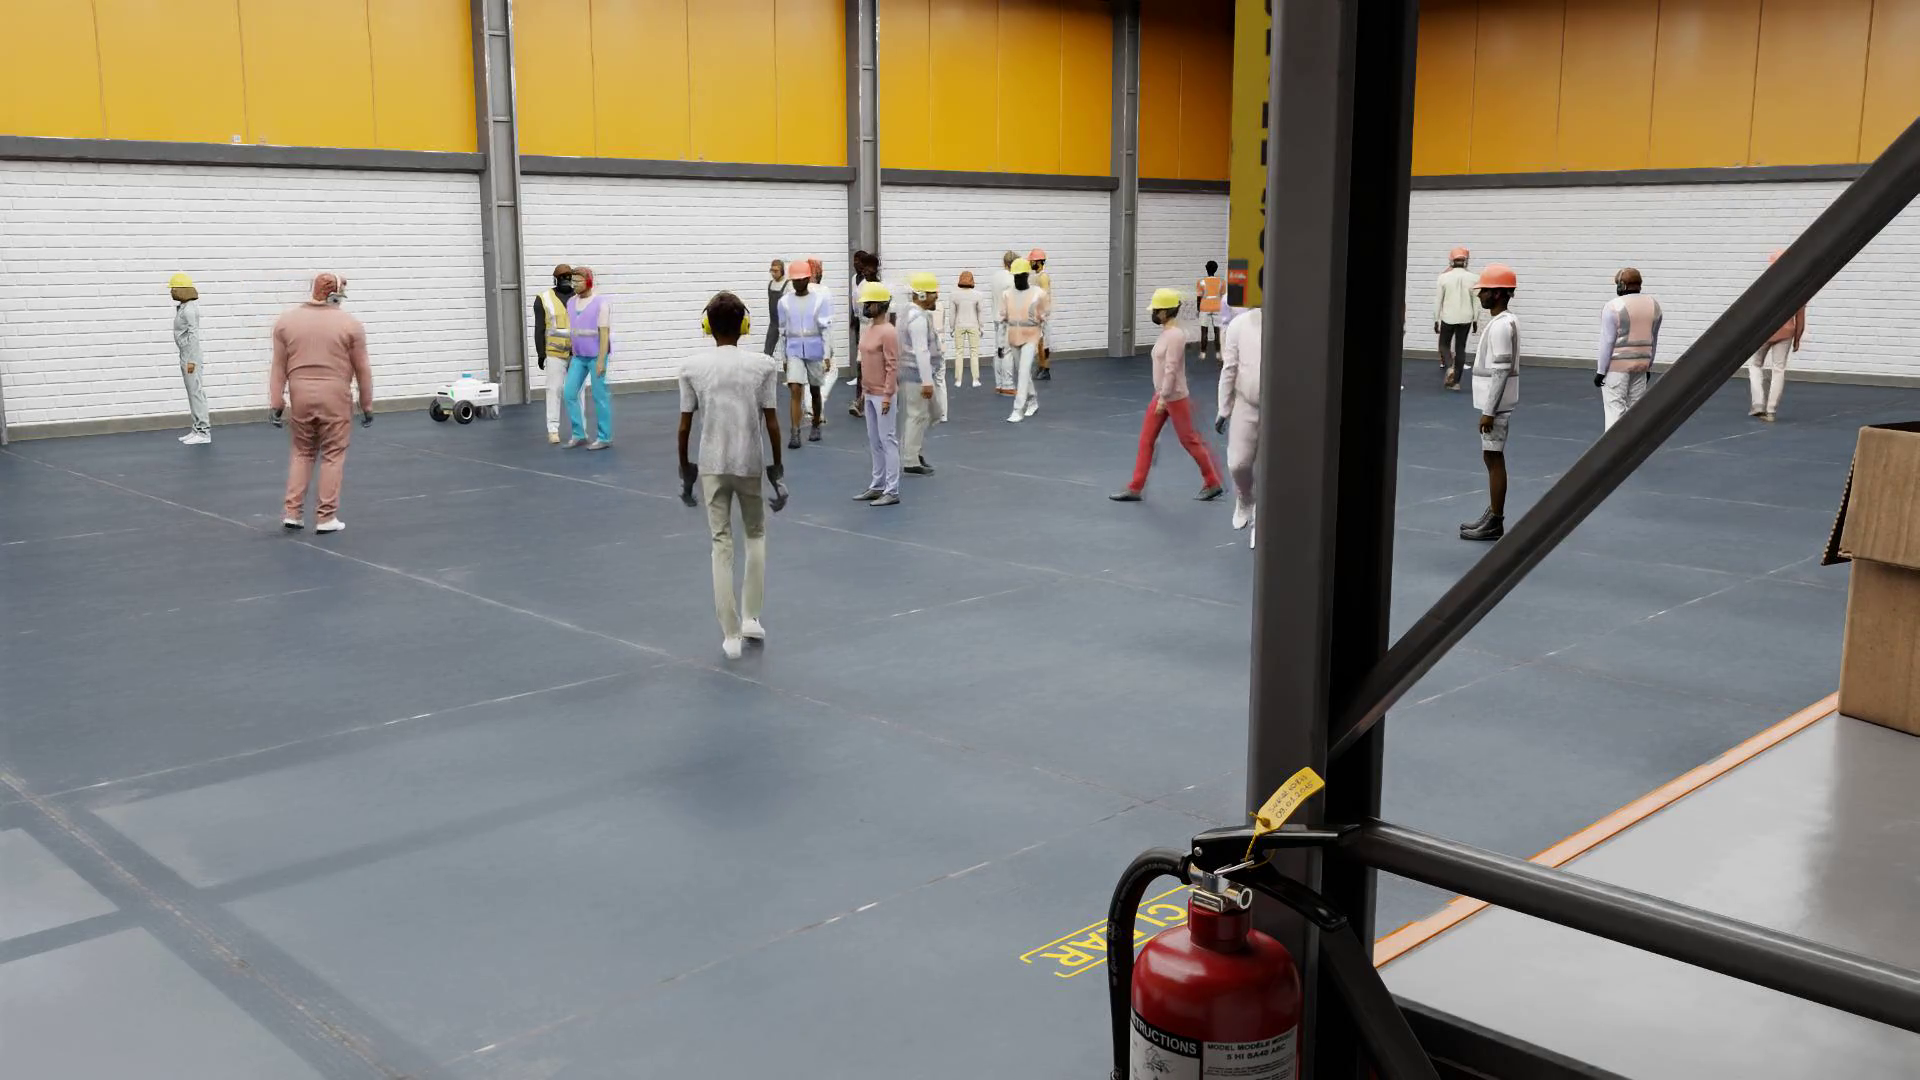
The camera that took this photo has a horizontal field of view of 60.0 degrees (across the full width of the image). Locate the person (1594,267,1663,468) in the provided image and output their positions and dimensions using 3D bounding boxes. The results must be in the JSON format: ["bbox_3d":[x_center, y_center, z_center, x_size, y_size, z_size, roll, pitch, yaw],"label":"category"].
[{"bbox_3d":[6.070,-1.563,15.219,0.625,1.841,0.429,-4,11,-20],"label":"person"}]

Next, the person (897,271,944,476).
[{"bbox_3d":[-0.340,-1.457,14.700,0.440,1.814,0.629,-1,10,-6],"label":"person"}]

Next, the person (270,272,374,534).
[{"bbox_3d":[-4.575,-0.982,11.978,0.668,1.866,0.500,0,10,-2],"label":"person"}]

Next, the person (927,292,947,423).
[{"bbox_3d":[-0.335,-2.126,18.890,0.334,1.621,0.517,6,12,32],"label":"person"}]

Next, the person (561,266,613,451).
[{"bbox_3d":[-3.722,-1.776,16.408,0.582,1.822,0.629,7,12,32],"label":"person"}]

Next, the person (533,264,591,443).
[{"bbox_3d":[-4.059,-1.921,17.162,0.634,1.841,0.429,-6,12,-29],"label":"person"}]

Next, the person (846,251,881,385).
[{"bbox_3d":[-1.344,-3.141,23.620,0.391,1.914,0.587,-8,13,-39],"label":"person"}]

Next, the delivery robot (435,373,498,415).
[{"bbox_3d":[-5.656,-1.680,19.104,0.477,0.478,0.707,7,13,34],"label":"delivery robot"}]

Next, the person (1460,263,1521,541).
[{"bbox_3d":[3.726,-0.960,11.661,0.354,1.938,0.544,4,11,19],"label":"person"}]

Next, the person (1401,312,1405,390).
[{"bbox_3d":[5.917,-3.005,23.001,0.513,1.871,0.329,7,13,34],"label":"person"}]

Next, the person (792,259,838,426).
[{"bbox_3d":[-1.622,-2.207,18.640,0.600,1.868,0.408,8,13,36],"label":"person"}]

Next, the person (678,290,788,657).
[{"bbox_3d":[-1.171,-0.347,8.543,0.565,1.850,0.603,-1,10,-7],"label":"person"}]

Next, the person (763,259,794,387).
[{"bbox_3d":[-2.564,-2.990,23.129,0.526,1.789,0.975,7,13,35],"label":"person"}]

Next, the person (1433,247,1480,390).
[{"bbox_3d":[6.855,-3.046,22.939,0.631,1.978,0.541,1,10,5],"label":"person"}]

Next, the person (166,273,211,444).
[{"bbox_3d":[-7.943,-1.861,17.102,0.300,1.743,0.493,-6,12,-31],"label":"person"}]

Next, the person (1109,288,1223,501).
[{"bbox_3d":[1.705,-1.149,13.296,0.912,1.720,0.519,-2,11,-12],"label":"person"}]

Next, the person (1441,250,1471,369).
[{"bbox_3d":[7.992,-3.683,26.623,0.402,1.903,0.643,-6,12,-28],"label":"person"}]

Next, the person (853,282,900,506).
[{"bbox_3d":[-0.656,-1.155,13.194,0.310,1.769,0.523,-5,12,-26],"label":"person"}]

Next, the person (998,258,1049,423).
[{"bbox_3d":[0.748,-2.332,19.335,0.593,1.879,1.013,6,12,29],"label":"person"}]

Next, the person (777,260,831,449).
[{"bbox_3d":[-1.578,-1.905,16.965,0.560,1.896,0.983,0,10,3],"label":"person"}]

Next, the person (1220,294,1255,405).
[{"bbox_3d":[2.957,-1.930,17.007,0.620,1.912,0.416,-2,10,-8],"label":"person"}]

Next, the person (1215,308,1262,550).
[{"bbox_3d":[2.102,-0.890,11.424,0.677,1.882,0.545,3,11,14],"label":"person"}]

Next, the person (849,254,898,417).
[{"bbox_3d":[-1.001,-2.409,19.651,0.613,1.905,1.035,3,11,17],"label":"person"}]

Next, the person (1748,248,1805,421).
[{"bbox_3d":[9.420,-2.378,19.274,0.657,1.975,0.545,2,11,13],"label":"person"}]

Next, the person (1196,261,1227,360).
[{"bbox_3d":[4.313,-3.950,28.613,0.535,1.700,0.318,-1,10,-5],"label":"person"}]

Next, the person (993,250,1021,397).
[{"bbox_3d":[0.634,-2.870,22.126,0.358,1.925,0.675,-4,11,-20],"label":"person"}]

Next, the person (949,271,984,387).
[{"bbox_3d":[0.092,-2.974,23.474,0.500,1.633,0.281,1,10,4],"label":"person"}]

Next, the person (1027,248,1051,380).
[{"bbox_3d":[1.157,-3.333,24.603,0.375,1.935,0.550,-1,10,-8],"label":"person"}]
